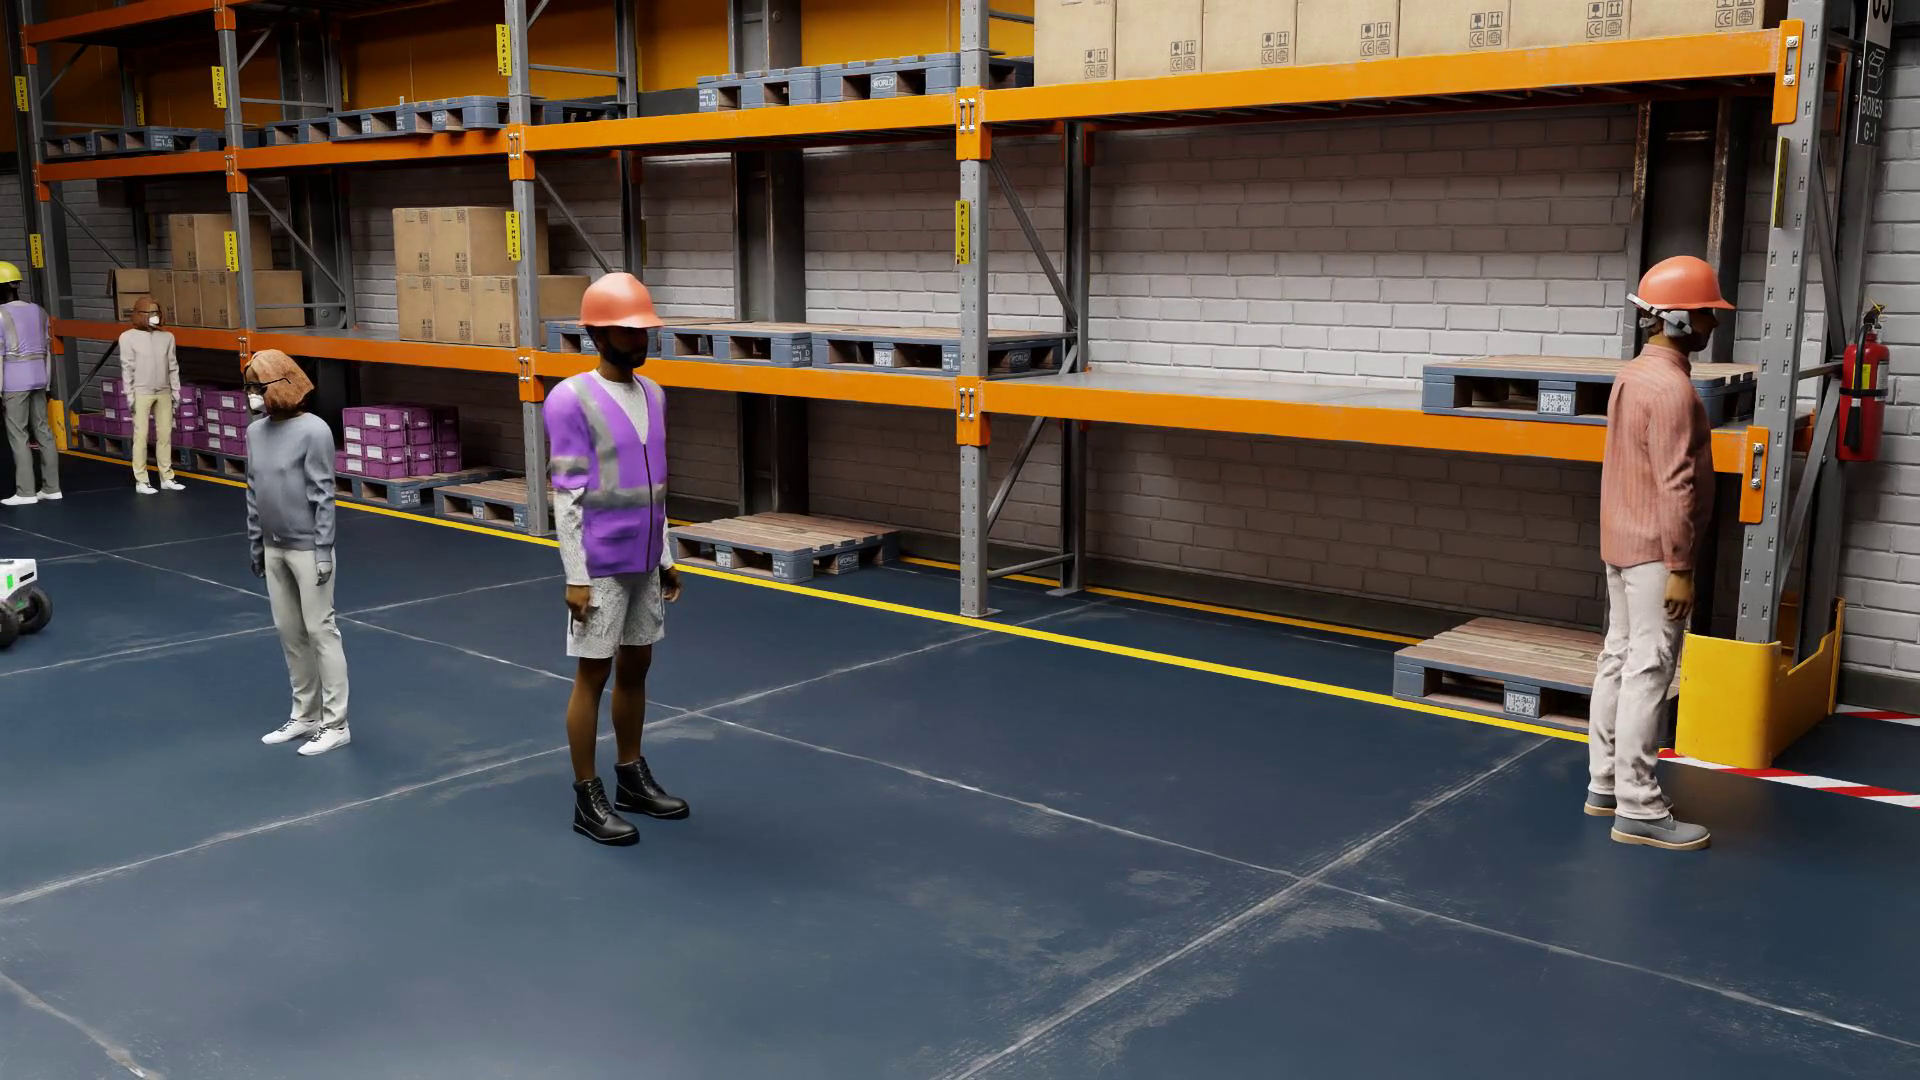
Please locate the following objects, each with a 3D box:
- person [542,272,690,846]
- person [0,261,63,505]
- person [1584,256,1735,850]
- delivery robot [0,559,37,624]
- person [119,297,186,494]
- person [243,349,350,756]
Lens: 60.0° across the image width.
[{"bbox_3d":[-1.160,0.060,5.727,0.364,1.939,0.542,5,11,29],"label":"person"},{"bbox_3d":[-7.442,-1.232,13.156,0.399,1.919,0.592,3,10,15],"label":"person"},{"bbox_3d":[2.378,0.040,5.683,0.377,1.995,0.608,1,10,5],"label":"person"},{"bbox_3d":[-5.117,0.226,8.457,0.707,0.478,0.477,-1,10,-7],"label":"delivery robot"},{"bbox_3d":[-6.689,-1.196,13.779,0.281,1.625,0.493,6,12,32],"label":"person"},{"bbox_3d":[-2.699,0.046,6.711,0.503,1.623,0.299,6,12,31],"label":"person"}]
